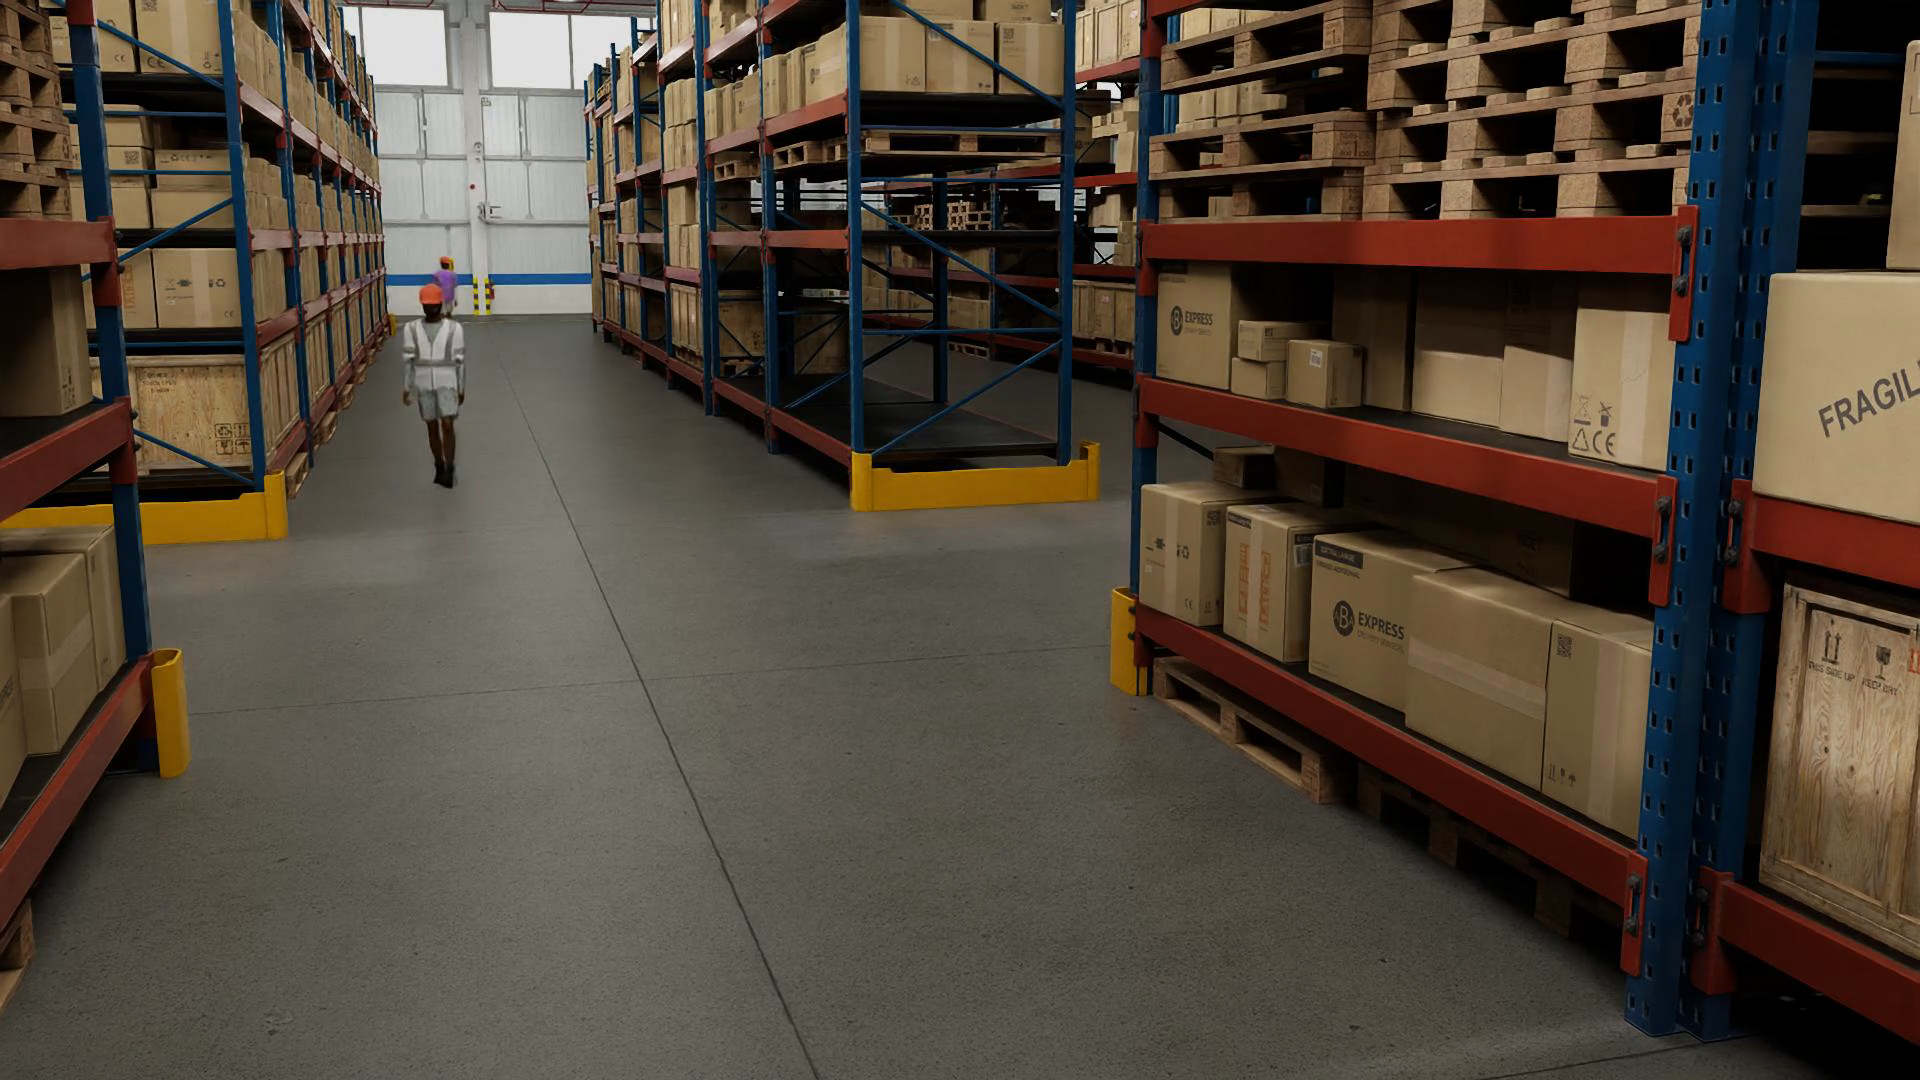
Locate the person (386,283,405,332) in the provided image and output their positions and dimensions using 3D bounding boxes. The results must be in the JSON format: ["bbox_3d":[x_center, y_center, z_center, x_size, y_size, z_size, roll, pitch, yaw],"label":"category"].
[{"bbox_3d":[-14.248,-6.019,41.041,0.945,1.789,0.654,-2,10,-9],"label":"person"}]

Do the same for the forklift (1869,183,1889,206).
[{"bbox_3d":[7.411,-1.610,13.893,1.873,2.768,1.129,-3,11,-16],"label":"forklift"}]

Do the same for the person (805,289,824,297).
[{"bbox_3d":[-3.717,-6.144,41.441,0.631,1.909,0.982,-1,10,-4],"label":"person"}]

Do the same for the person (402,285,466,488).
[{"bbox_3d":[-4.940,-1.428,15.600,0.555,1.894,0.948,-1,10,-7],"label":"person"}]

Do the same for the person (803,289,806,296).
[{"bbox_3d":[-3.690,-5.286,37.230,0.490,1.724,0.673,0,10,-1],"label":"person"}]

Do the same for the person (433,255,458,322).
[{"bbox_3d":[-11.897,-5.618,38.502,0.564,1.919,0.501,-6,12,-30],"label":"person"}]

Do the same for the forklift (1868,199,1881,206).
[{"bbox_3d":[11.338,-2.915,21.052,1.129,2.768,1.873,-3,11,-17],"label":"forklift"}]
